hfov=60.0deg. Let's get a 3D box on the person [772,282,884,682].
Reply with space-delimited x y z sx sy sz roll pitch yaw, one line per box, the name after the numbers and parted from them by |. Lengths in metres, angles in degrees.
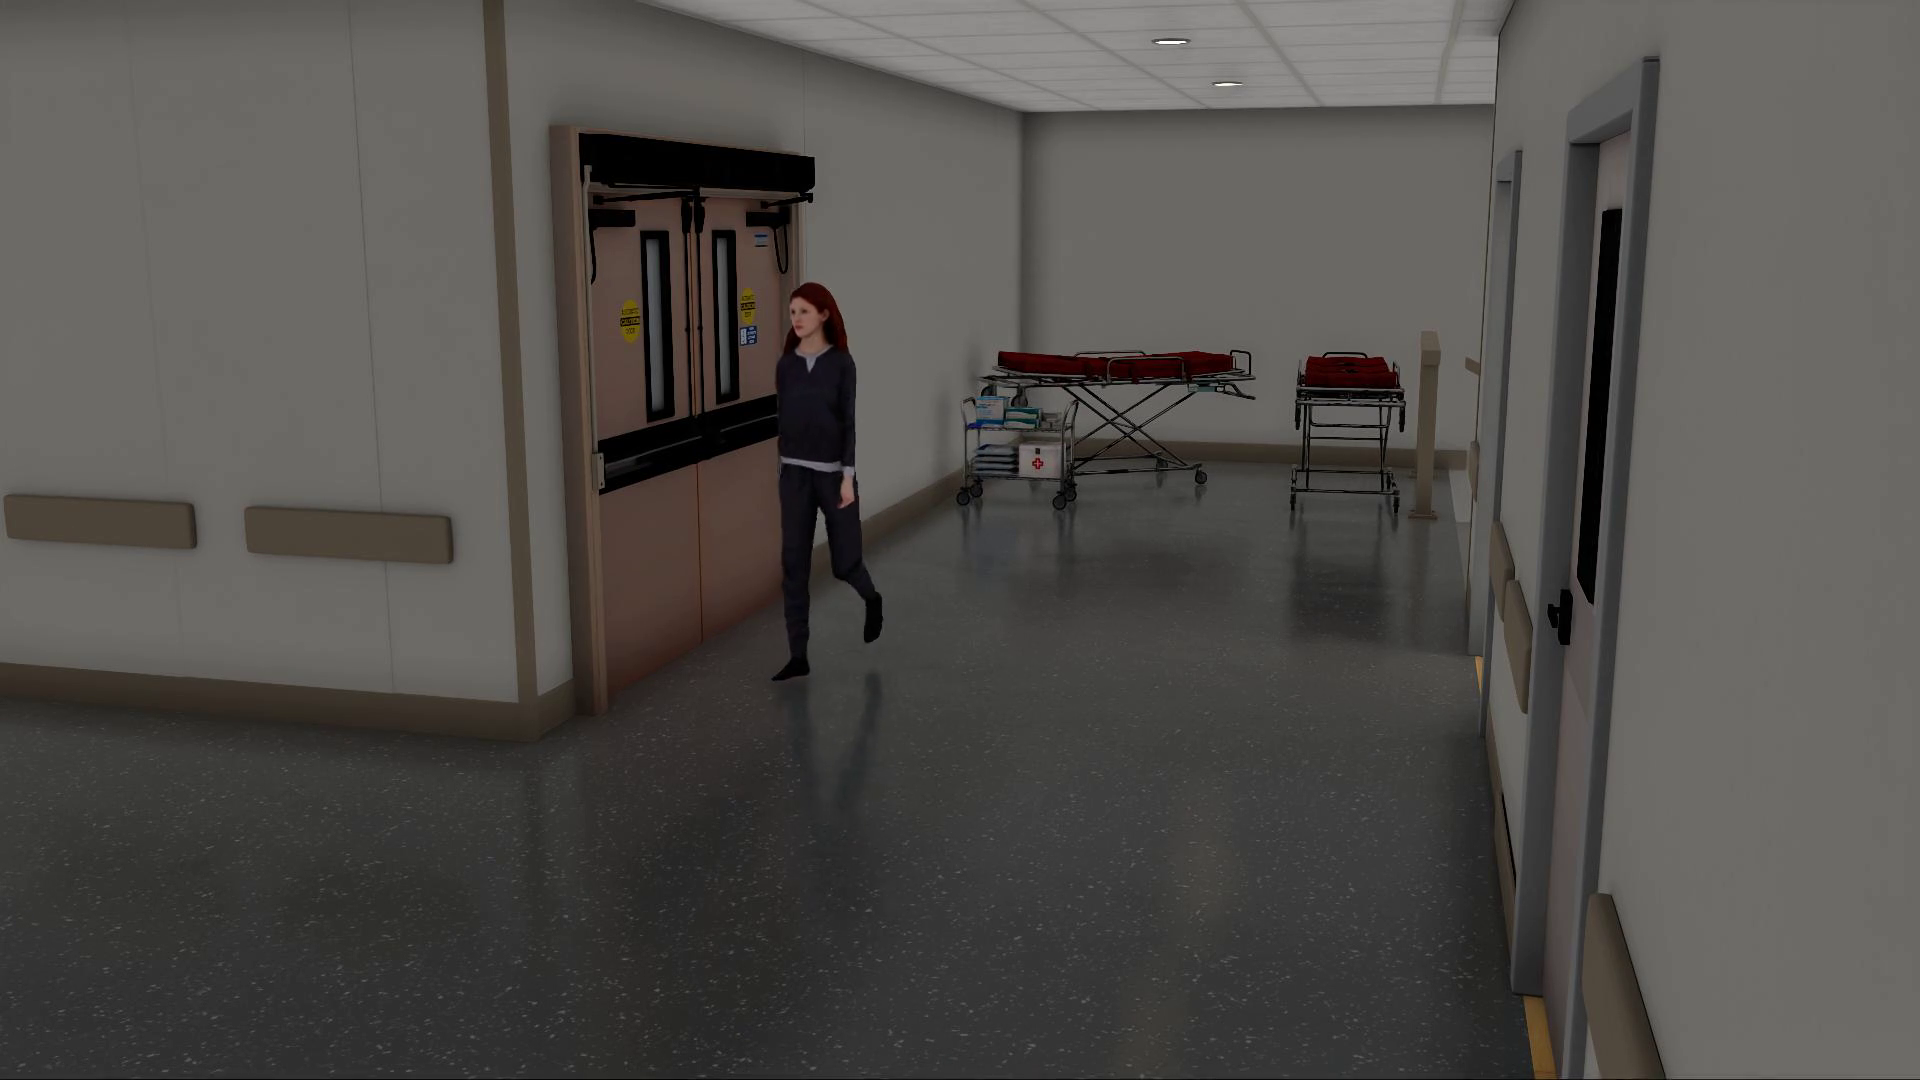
-0.596 -0.261 7.542 0.663 1.754 1.052 5 12 23 | person
